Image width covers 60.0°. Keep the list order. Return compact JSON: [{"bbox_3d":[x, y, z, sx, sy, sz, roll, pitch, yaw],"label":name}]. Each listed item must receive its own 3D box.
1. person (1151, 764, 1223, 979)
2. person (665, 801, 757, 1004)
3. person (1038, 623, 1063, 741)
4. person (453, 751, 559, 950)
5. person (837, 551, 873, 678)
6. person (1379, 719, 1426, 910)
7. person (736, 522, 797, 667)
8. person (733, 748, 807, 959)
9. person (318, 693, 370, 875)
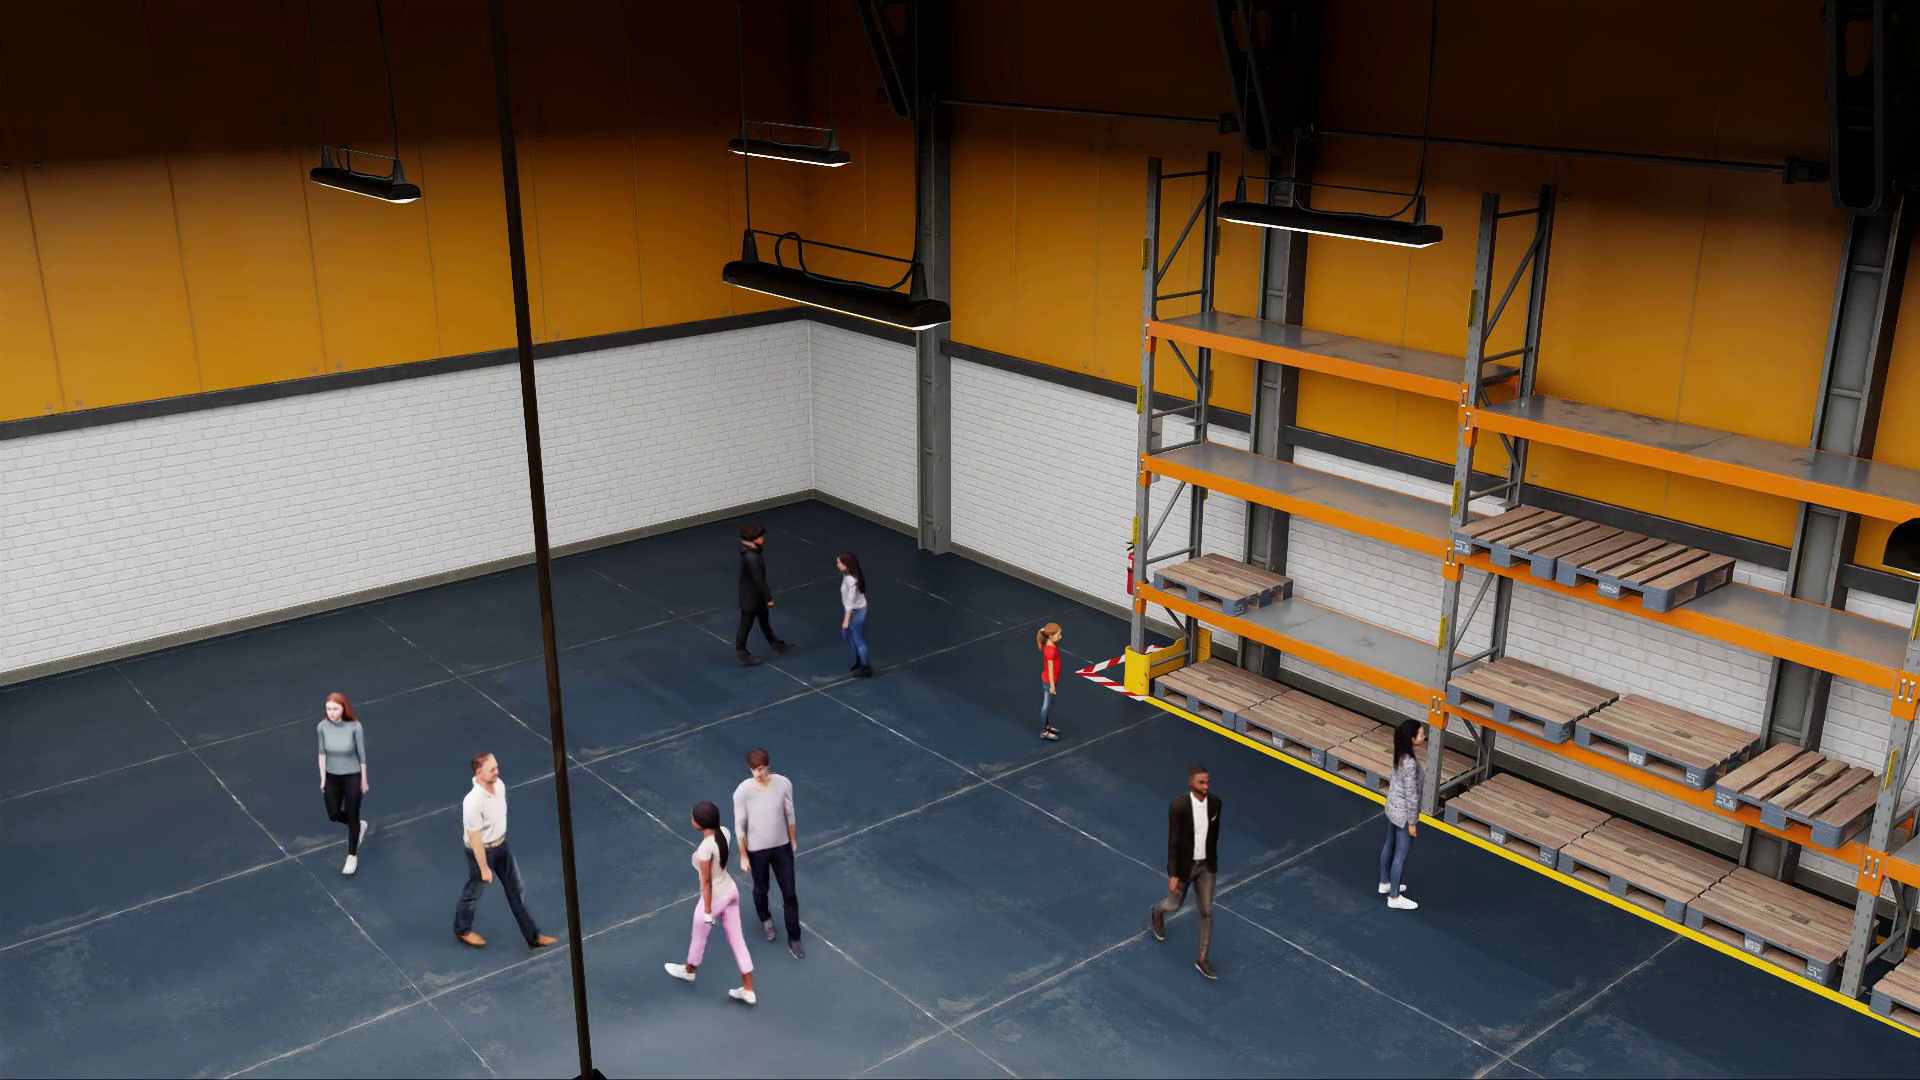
[{"bbox_3d":[1.841,2.649,13.629,0.932,1.768,1.225,-6,20,-18],"label":"person"},{"bbox_3d":[-1.828,2.873,13.075,1.180,1.698,0.944,8,20,24],"label":"person"},{"bbox_3d":[0.953,1.493,17.786,0.611,1.307,0.549,1,19,3],"label":"person"},{"bbox_3d":[-3.999,2.584,13.764,1.329,1.806,1.062,7,20,21],"label":"person"},{"bbox_3d":[-1.121,0.862,19.201,0.845,1.599,0.756,1,19,2],"label":"person"},{"bbox_3d":[3.861,2.364,14.533,0.747,1.733,0.654,-1,19,-4],"label":"person"},{"bbox_3d":[-2.533,0.657,19.572,0.959,1.750,1.001,-4,19,-11],"label":"person"},{"bbox_3d":[-1.631,2.532,13.908,0.910,1.813,1.109,-7,20,-20],"label":"person"},{"bbox_3d":[-5.575,2.159,15.137,0.846,1.736,0.916,1,19,2],"label":"person"}]
